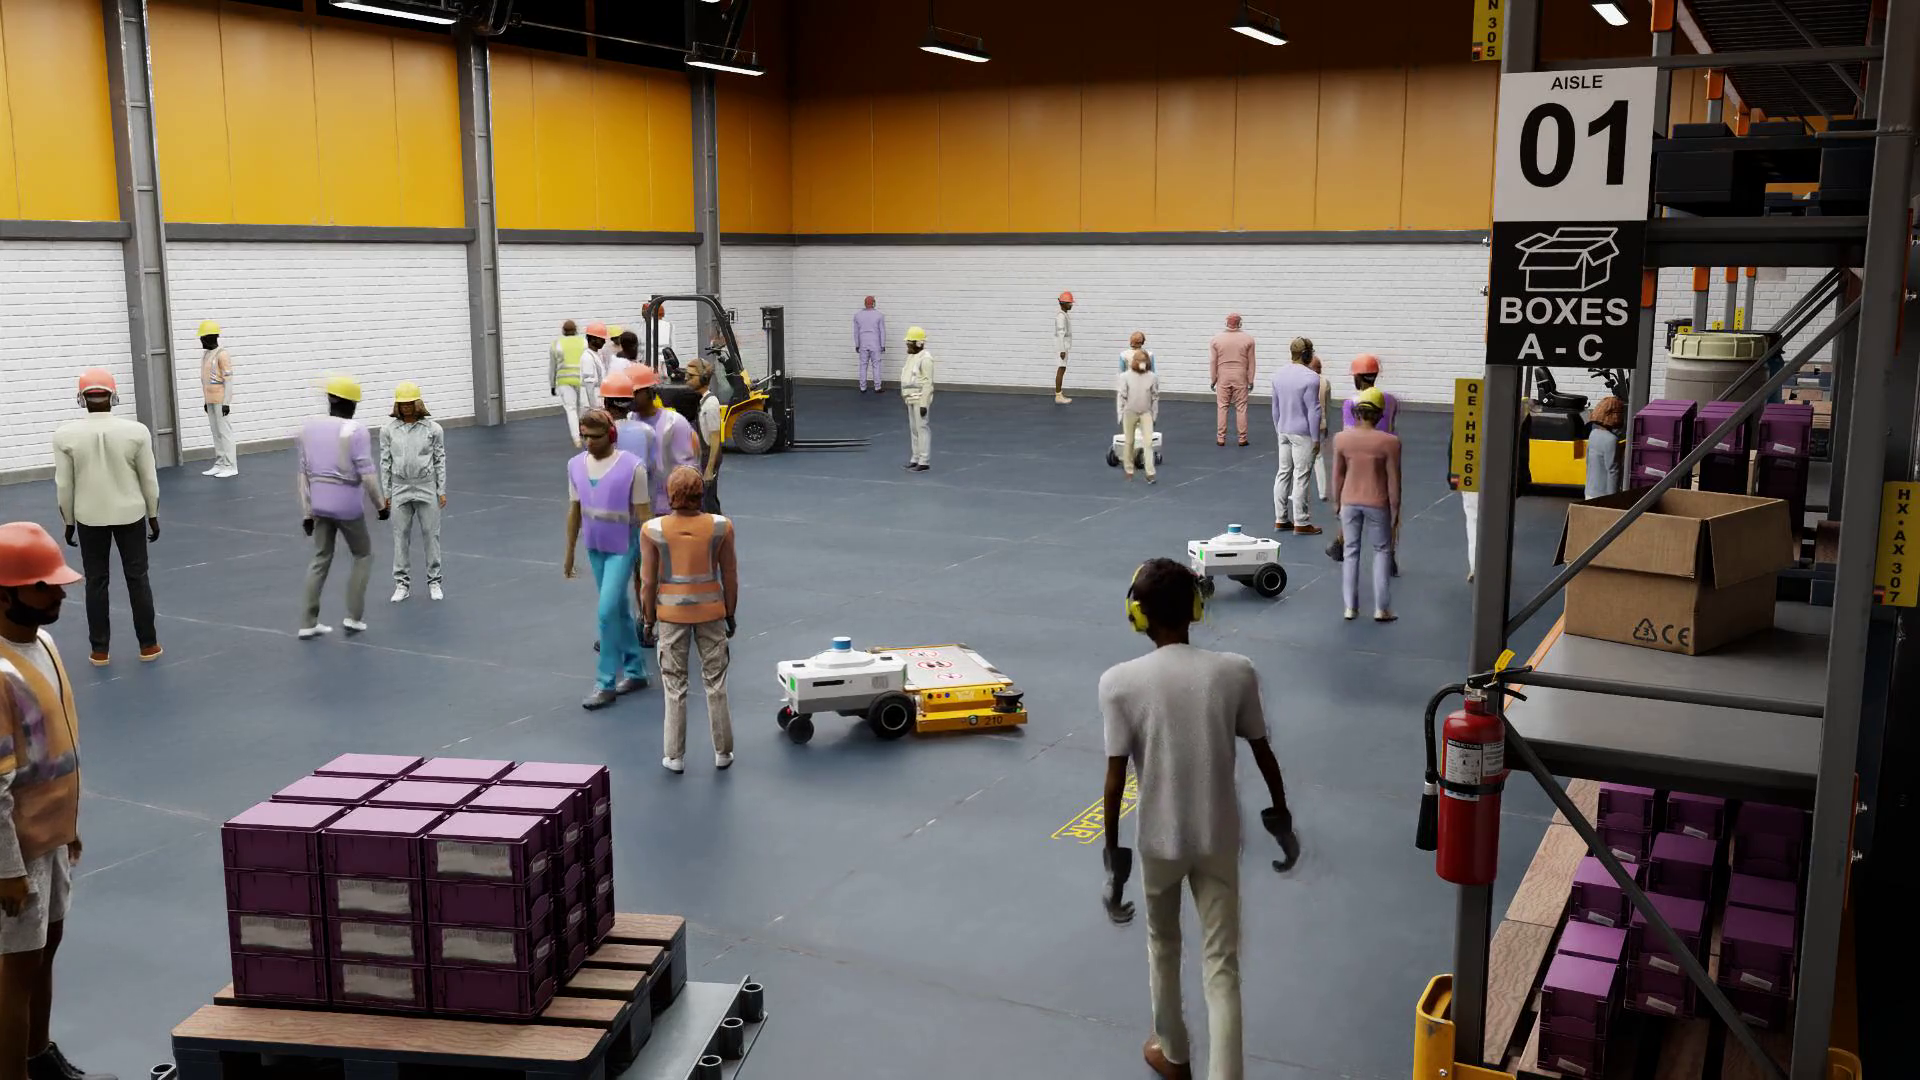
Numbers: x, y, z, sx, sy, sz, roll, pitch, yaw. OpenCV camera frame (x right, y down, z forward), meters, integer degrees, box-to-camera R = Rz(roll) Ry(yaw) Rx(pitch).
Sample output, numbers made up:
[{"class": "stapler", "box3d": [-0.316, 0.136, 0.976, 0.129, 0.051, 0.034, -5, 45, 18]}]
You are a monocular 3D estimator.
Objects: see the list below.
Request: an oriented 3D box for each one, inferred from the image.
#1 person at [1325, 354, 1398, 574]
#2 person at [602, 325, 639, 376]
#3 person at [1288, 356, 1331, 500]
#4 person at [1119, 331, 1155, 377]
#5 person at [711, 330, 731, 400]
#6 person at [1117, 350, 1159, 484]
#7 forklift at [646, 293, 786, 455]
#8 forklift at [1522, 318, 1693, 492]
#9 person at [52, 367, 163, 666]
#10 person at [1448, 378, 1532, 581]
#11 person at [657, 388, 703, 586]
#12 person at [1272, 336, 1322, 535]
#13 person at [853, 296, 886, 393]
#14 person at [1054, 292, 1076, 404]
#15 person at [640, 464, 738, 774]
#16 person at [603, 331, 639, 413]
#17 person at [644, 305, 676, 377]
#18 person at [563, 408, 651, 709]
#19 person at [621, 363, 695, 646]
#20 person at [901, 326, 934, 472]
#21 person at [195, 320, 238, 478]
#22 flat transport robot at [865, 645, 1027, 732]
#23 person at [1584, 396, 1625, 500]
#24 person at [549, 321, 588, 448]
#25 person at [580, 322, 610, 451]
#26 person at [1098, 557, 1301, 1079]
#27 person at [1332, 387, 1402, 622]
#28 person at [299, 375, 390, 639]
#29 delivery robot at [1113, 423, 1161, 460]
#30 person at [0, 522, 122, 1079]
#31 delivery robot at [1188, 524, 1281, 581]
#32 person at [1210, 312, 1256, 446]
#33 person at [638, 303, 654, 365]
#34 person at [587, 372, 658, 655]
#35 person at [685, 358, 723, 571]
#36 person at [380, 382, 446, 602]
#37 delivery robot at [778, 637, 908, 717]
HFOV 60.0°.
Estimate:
[{"class": "person", "box3d": [3.532, -0.668, 14.442, 0.556, 1.881, 1.039, -3, 10, -15]}, {"class": "person", "box3d": [-4.955, -2.324, 24.503, 0.579, 1.708, 0.784, -1, 10, -9]}, {"class": "person", "box3d": [3.869, -1.234, 18.413, 0.530, 1.626, 0.372, -6, 11, -30]}, {"class": "person", "box3d": [2.496, -2.126, 23.539, 0.515, 1.641, 0.314, 3, 10, 18]}, {"class": "person", "box3d": [-3.432, -2.299, 24.642, 0.503, 1.613, 0.506, -3, 10, -15]}, {"class": "person", "box3d": [2.123, -1.446, 19.742, 0.520, 1.597, 0.825, -1, 10, -4]}, {"class": "forklift", "box3d": [-3.588, -2.317, 23.042, 2.313, 2.155, 1.214, -1, 10, -5]}, {"class": "forklift", "box3d": [7.066, -1.601, 18.899, 2.313, 2.155, 1.214, 5, 11, 27]}, {"class": "person", "box3d": [-5.672, -0.155, 11.108, 0.611, 1.994, 0.379, -5, 11, -25]}, {"class": "person", "box3d": [4.458, -0.557, 14.028, 0.637, 1.806, 0.959, 2, 10, 11]}, {"class": "person", "box3d": [-2.263, -0.380, 13.303, 0.468, 1.674, 0.562, -5, 11, -29]}, {"class": "person", "box3d": [3.302, -1.017, 16.262, 0.372, 1.940, 0.630, -6, 11, -30]}, {"class": "person", "box3d": [-1.758, -3.846, 32.729, 0.650, 1.907, 0.409, 2, 10, 13]}, {"class": "person", "box3d": [1.918, -3.511, 30.403, 0.391, 2.039, 0.615, 1, 10, 6]}, {"class": "person", "box3d": [-1.426, 0.422, 8.790, 0.515, 1.641, 0.314, -2, 10, -13]}, {"class": "person", "box3d": [-3.803, -1.401, 18.707, 0.367, 1.876, 0.695, -6, 11, -29]}, {"class": "person", "box3d": [-5.087, -3.053, 28.200, 0.584, 1.883, 0.337, -8, 12, -38]}, {"class": "person", "box3d": [-2.181, 0.104, 10.122, 0.623, 1.803, 0.757, 6, 11, 31]}, {"class": "person", "box3d": [-2.113, -0.262, 11.774, 0.628, 1.999, 0.741, 3, 10, 16]}, {"class": "person", "box3d": [-0.541, -1.766, 20.903, 0.403, 1.831, 0.596, -4, 10, -21]}, {"class": "person", "box3d": [-9.139, -1.730, 20.419, 0.594, 1.924, 0.374, 9, 13, 42]}, {"class": "flat transport robot", "box3d": [-0.122, 0.871, 10.152, 0.652, 0.197, 1.431, -3, 10, -16]}, {"class": "person", "box3d": [5.058, -0.314, 13.069, 0.278, 1.633, 0.507, 0, 10, 0]}, {"class": "person", "box3d": [-5.514, -2.216, 23.647, 0.644, 1.780, 0.977, -4, 11, -21]}, {"class": "person", "box3d": [-4.344, -1.639, 19.888, 0.366, 1.930, 0.542, -1, 10, -5]}, {"class": "person", "box3d": [0.747, 0.975, 5.121, 0.651, 1.808, 0.945, 0, 10, 2]}, {"class": "person", "box3d": [3.033, -0.257, 12.403, 0.530, 1.760, 0.341, 6, 11, 29]}, {"class": "person", "box3d": [-4.431, -0.227, 11.882, 0.624, 1.874, 0.572, 4, 10, 20]}, {"class": "delivery robot", "box3d": [2.288, -1.266, 21.427, 0.477, 0.478, 0.707, 8, 13, 40]}, {"class": "person", "box3d": [-2.858, 0.901, 5.158, 0.379, 1.938, 0.547, -2, 10, -12]}, {"class": "delivery robot", "box3d": [2.210, 0.118, 13.419, 0.707, 0.478, 0.477, -2, 10, -10]}, {"class": "person", "box3d": [3.878, -2.284, 23.684, 0.642, 1.909, 0.399, 2, 10, 13]}, {"class": "person", "box3d": [-5.386, -3.147, 28.773, 0.357, 1.879, 0.583, -9, 13, -42]}, {"class": "person", "box3d": [-2.331, -0.184, 11.438, 0.357, 1.937, 0.550, 9, 14, 43]}, {"class": "person", "box3d": [-2.231, -0.642, 14.358, 0.345, 1.847, 0.508, -6, 11, -31]}, {"class": "person", "box3d": [-4.310, -0.379, 13.129, 0.494, 1.743, 0.304, -2, 10, -12]}, {"class": "delivery robot", "box3d": [-0.671, 0.796, 9.492, 0.707, 0.478, 0.477, -3, 10, -18]}]
